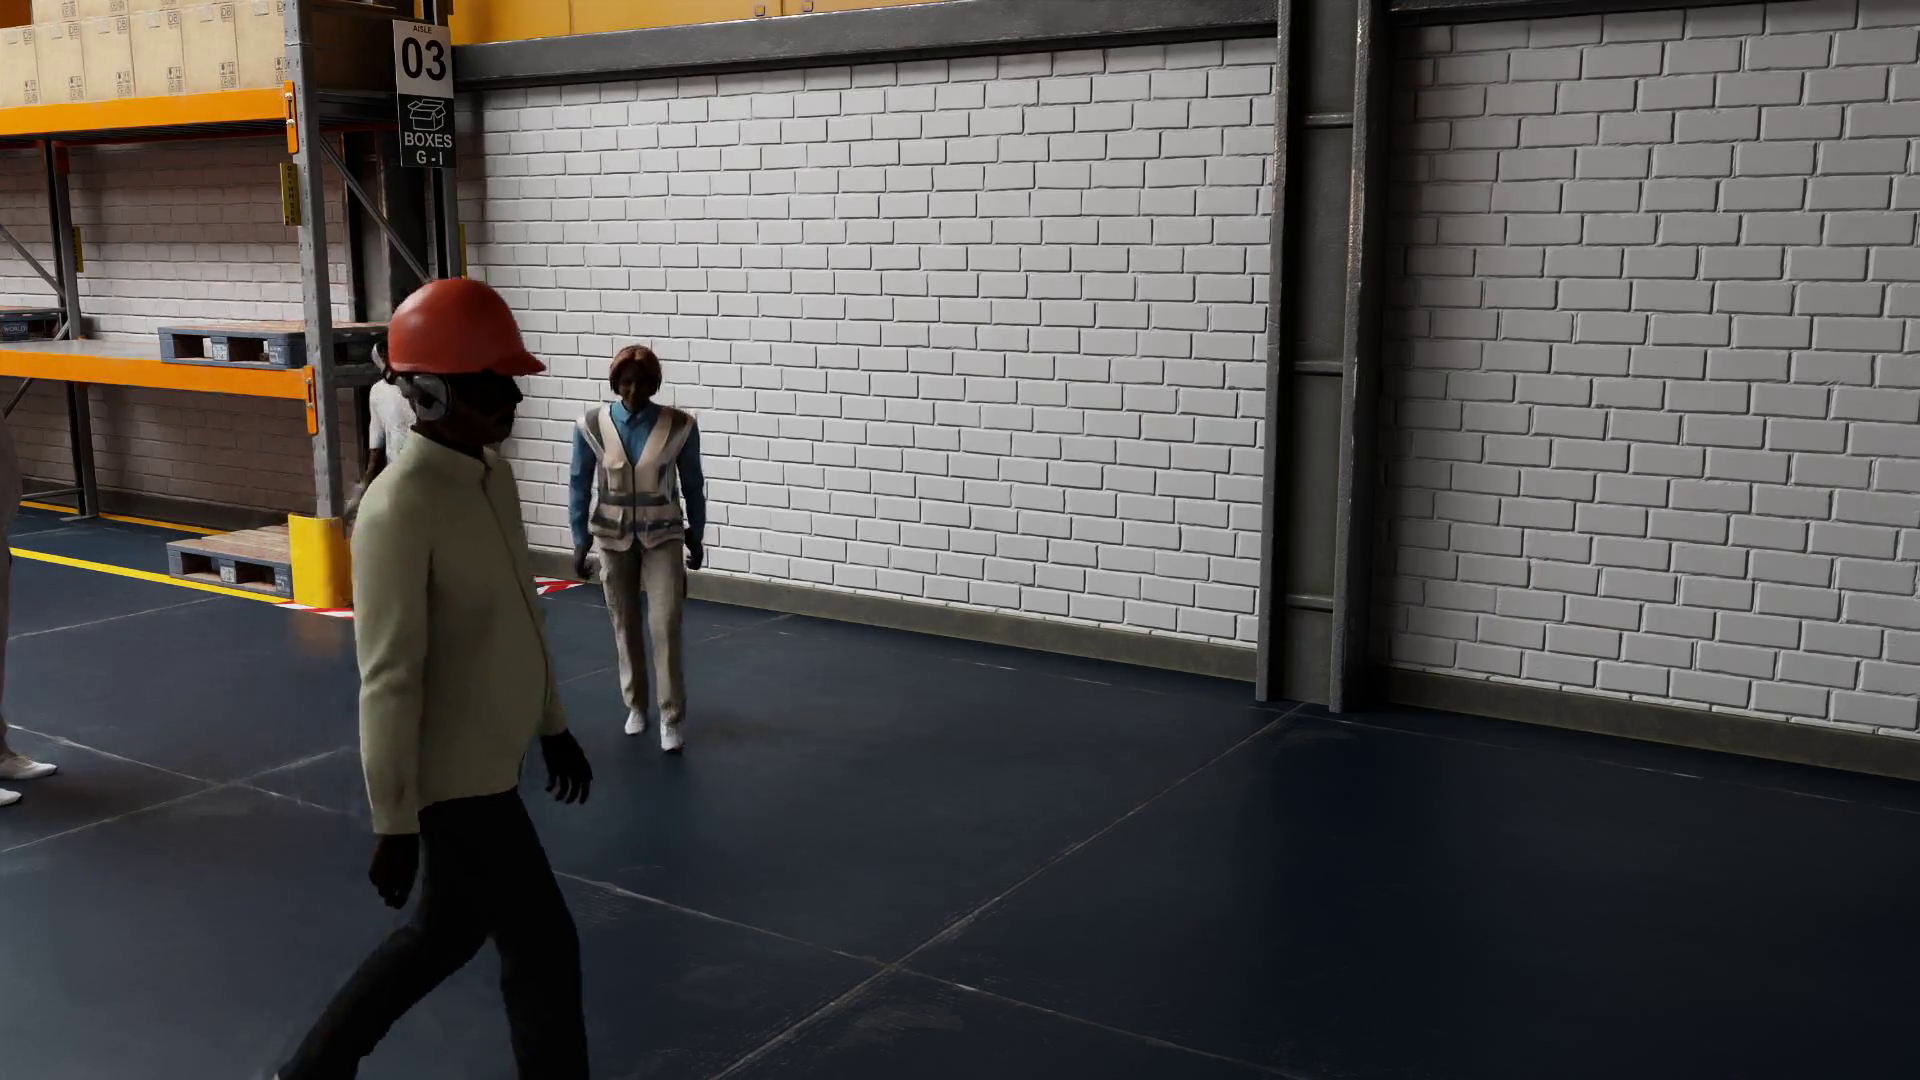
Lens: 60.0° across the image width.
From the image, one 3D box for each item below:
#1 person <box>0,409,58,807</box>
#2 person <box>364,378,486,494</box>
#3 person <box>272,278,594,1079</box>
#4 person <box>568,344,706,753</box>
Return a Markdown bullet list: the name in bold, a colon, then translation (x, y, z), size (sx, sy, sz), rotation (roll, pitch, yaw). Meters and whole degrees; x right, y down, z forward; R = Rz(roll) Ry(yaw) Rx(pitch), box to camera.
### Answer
- **person**: translation (-3.569, 0.016, 5.960), size (0.402, 1.896, 0.651), rotation (-2, 10, -12)
- **person**: translation (-2.089, -0.041, 6.511), size (0.482, 1.821, 1.001), rotation (4, 11, 22)
- **person**: translation (-1.061, 0.448, 3.400), size (0.948, 1.959, 0.611), rotation (0, 10, -2)
- **person**: translation (-1.283, 0.038, 6.615), size (0.520, 1.612, 0.675), rotation (-1, 10, -3)
